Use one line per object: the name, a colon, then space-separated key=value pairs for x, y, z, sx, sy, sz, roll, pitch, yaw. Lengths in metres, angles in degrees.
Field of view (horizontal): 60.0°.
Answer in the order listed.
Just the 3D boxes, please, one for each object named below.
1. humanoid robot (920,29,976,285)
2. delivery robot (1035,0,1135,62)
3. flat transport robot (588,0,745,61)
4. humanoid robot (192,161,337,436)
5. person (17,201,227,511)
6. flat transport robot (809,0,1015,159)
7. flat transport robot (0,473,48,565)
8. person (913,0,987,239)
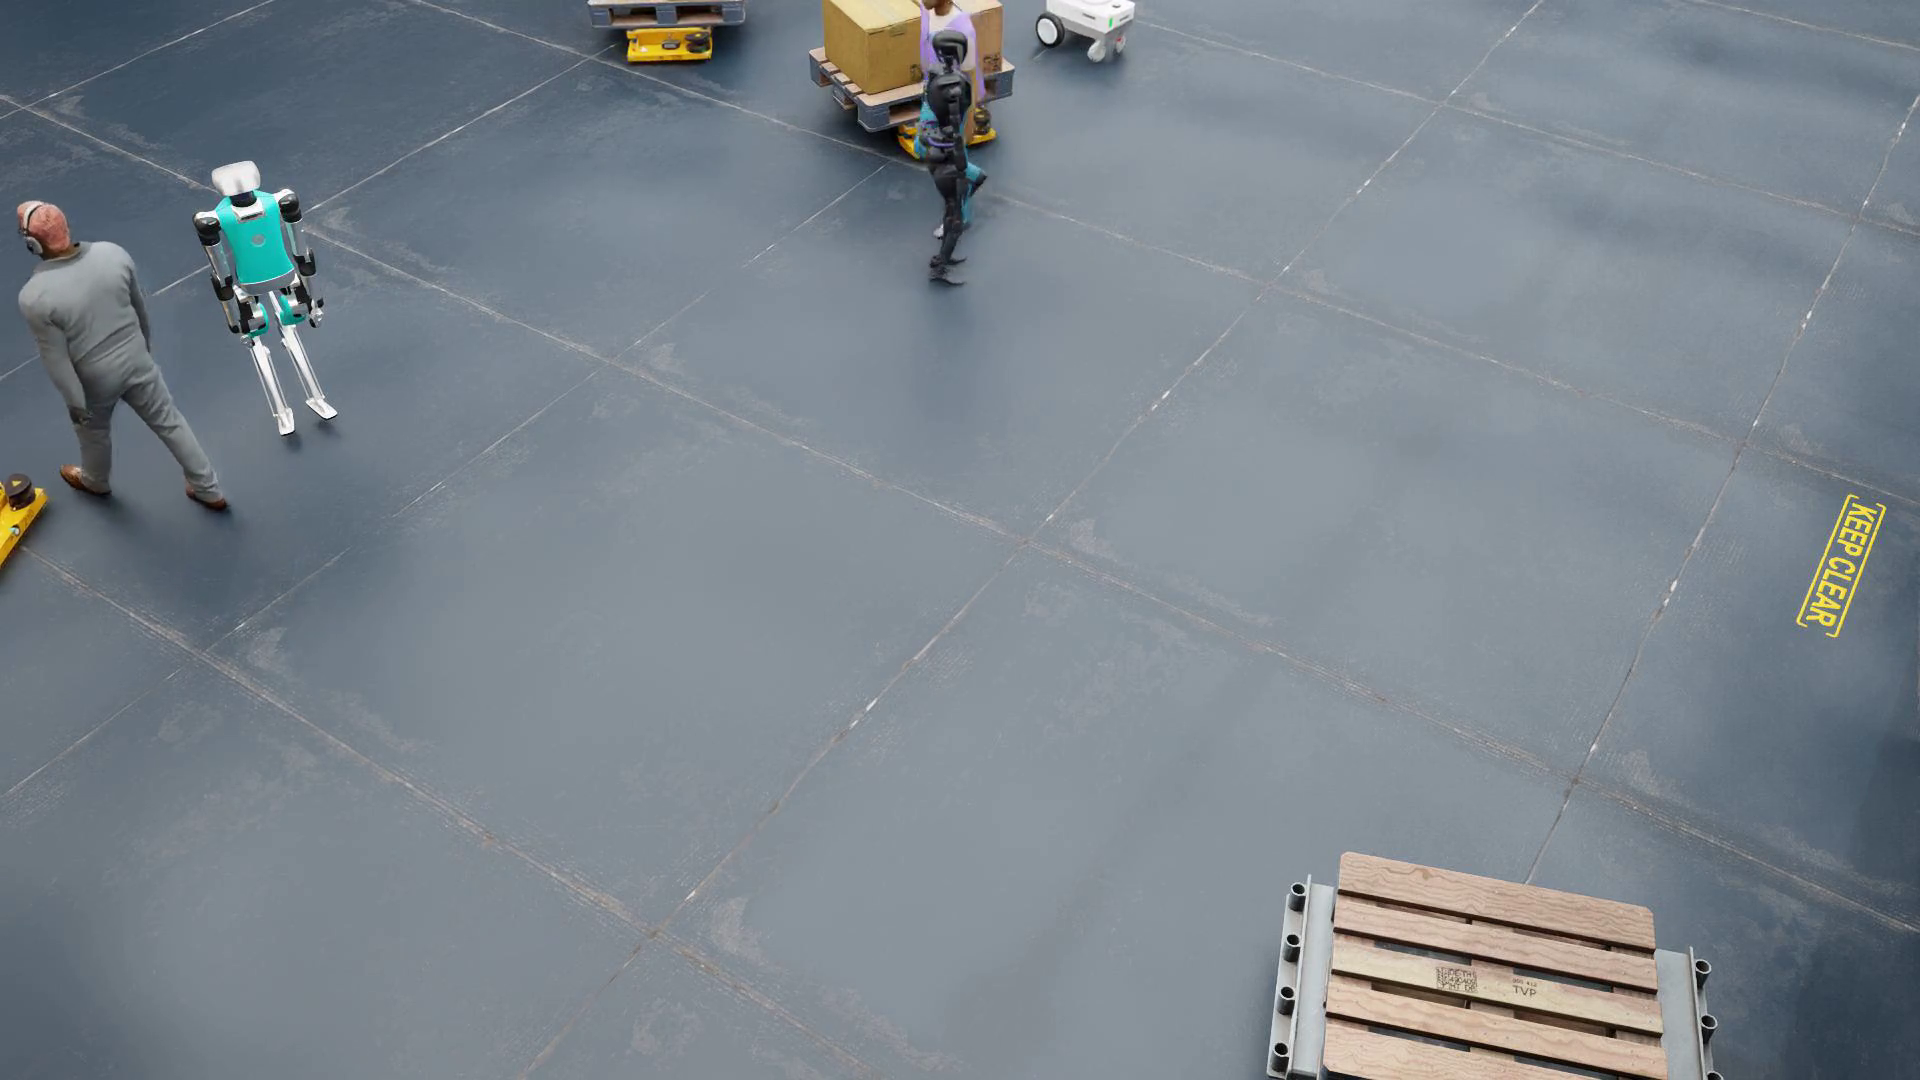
humanoid robot: x=-0.075 y=-2.419 z=10.431 sx=0.322 sy=1.653 sz=0.601 roll=-9 pitch=43 yaw=-10
delivery robot: x=1.005 y=-4.182 z=13.243 sx=0.763 sy=0.592 sz=0.518 roll=31 pitch=50 yaw=30
flat transport robot: x=-2.346 y=-4.309 z=13.602 sx=0.659 sy=0.231 sz=1.431 roll=-3 pitch=42 yaw=-3
humanoid robot: x=-3.822 y=-1.384 z=9.126 sx=0.533 sy=1.677 sz=0.735 roll=-24 pitch=47 yaw=-25
person: x=-4.473 y=-0.934 z=8.635 sx=0.956 sy=1.853 sz=0.653 roll=22 pitch=46 yaw=22
flat transport robot: x=-0.368 y=-3.303 z=12.476 sx=0.659 sy=0.231 sz=1.431 roll=-21 pitch=46 yaw=-21
flat transport robot: x=-5.746 y=-0.094 z=8.885 sx=1.431 sy=0.231 sz=0.659 roll=2 pitch=42 yaw=2
person: x=-0.055 y=-2.856 z=10.807 sx=0.484 sy=1.822 sz=0.654 roll=-20 pitch=45 yaw=-21
